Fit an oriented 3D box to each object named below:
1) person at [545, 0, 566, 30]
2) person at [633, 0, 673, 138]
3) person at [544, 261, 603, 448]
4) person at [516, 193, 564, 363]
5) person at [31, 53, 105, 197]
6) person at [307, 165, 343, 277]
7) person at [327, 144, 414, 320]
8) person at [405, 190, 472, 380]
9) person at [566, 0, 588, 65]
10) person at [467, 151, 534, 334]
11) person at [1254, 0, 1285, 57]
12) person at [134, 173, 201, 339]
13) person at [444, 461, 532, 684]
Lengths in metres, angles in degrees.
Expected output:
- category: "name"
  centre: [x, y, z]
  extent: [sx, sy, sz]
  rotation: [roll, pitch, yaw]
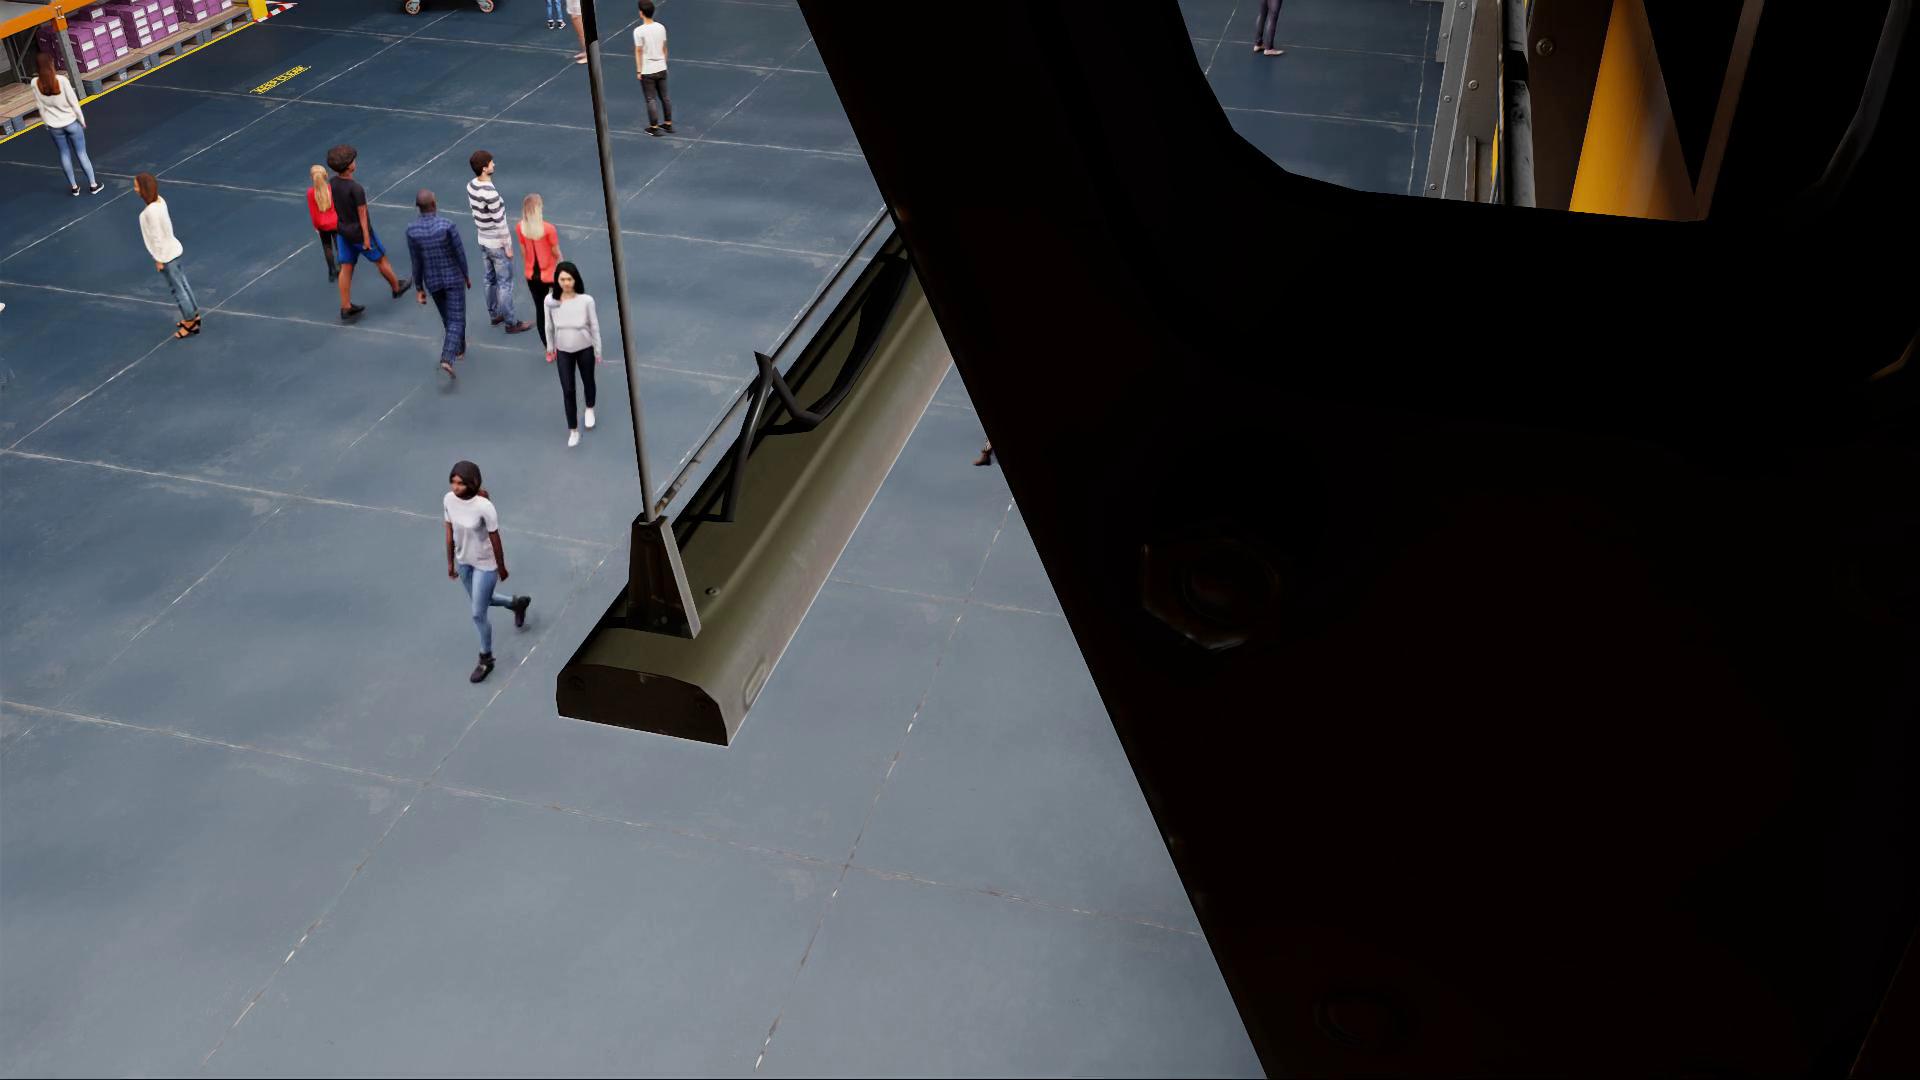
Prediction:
- category: "person"
  centre: [-6.224, -8.421, 25.315]
  extent: [0.572, 1.221, 0.567]
  rotation: [-3, 34, -5]
- category: "person"
  centre: [-3.938, -6.051, 21.301]
  extent: [0.750, 1.718, 0.633]
  rotation: [29, 43, 36]
- category: "person"
  centre: [-3.427, -1.737, 14.854]
  extent: [0.885, 1.671, 1.078]
  rotation: [-4, 34, -7]
- category: "person"
  centre: [-4.018, -2.480, 15.957]
  extent: [0.593, 1.687, 0.567]
  rotation: [9, 35, 13]
- category: "person"
  centre: [-10.556, -4.903, 19.598]
  extent: [0.697, 1.692, 0.697]
  rotation: [-7, 34, -10]
- category: "person"
  centre: [-6.664, -3.322, 17.602]
  extent: [0.650, 1.269, 0.730]
  rotation: [-10, 35, -15]
- category: "person"
  centre: [-6.173, -3.073, 16.793]
  extent: [0.747, 1.748, 1.188]
  rotation: [15, 37, 22]
- category: "person"
  centre: [-4.892, -2.385, 15.729]
  extent: [0.814, 1.781, 1.158]
  rotation: [3, 34, 4]
- category: "person"
  centre: [-5.515, -7.668, 23.837]
  extent: [0.714, 1.604, 0.628]
  rotation: [-12, 35, -17]
- category: "person"
  centre: [-4.642, -2.970, 16.542]
  extent: [0.724, 1.855, 0.713]
  rotation: [29, 43, 36]
- category: "person"
  centre: [4.514, -7.977, 24.103]
  extent: [0.837, 1.825, 0.770]
  rotation: [-16, 37, -23]
- category: "person"
  centre: [-7.864, -2.844, 16.511]
  extent: [0.760, 1.680, 0.656]
  rotation: [-10, 35, -15]
- category: "person"
  centre: [-3.426, 0.142, 12.003]
  extent: [0.746, 1.698, 1.082]
  rotation: [16, 37, 22]
